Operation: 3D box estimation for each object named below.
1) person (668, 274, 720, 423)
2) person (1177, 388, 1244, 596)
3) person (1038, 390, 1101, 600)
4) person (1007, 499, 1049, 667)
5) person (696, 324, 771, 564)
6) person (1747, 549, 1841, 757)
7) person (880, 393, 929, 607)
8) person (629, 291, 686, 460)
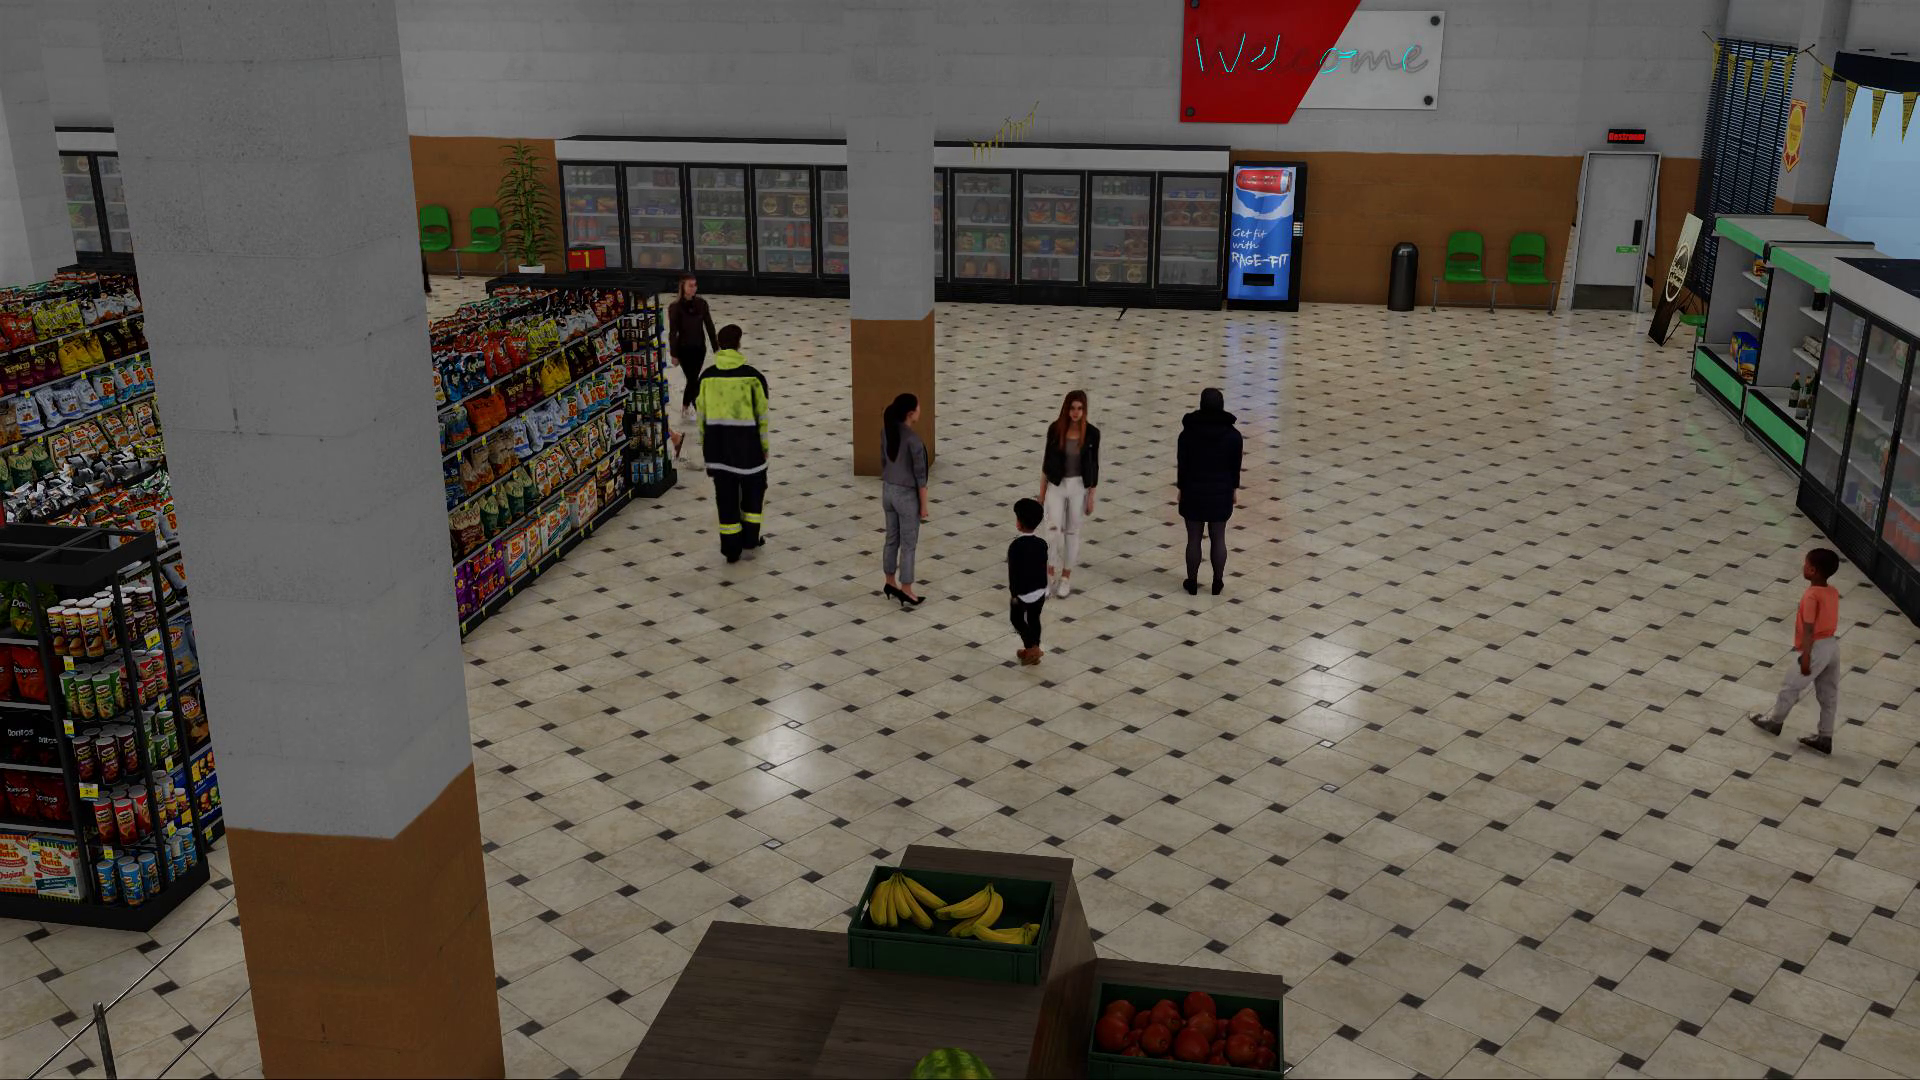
[{"bbox_3d":[-2.925,-2.018,17.893,1.101,1.654,1.121,-15,24,-37],"label":"person"},{"bbox_3d":[1.933,-0.383,13.010,0.703,1.675,0.686,1,19,2],"label":"person"},{"bbox_3d":[0.853,-0.382,12.993,0.636,1.684,0.602,4,19,11],"label":"person"},{"bbox_3d":[0.519,0.320,11.643,0.656,1.216,0.717,-12,22,-32],"label":"person"},{"bbox_3d":[-1.877,-0.767,13.695,0.802,1.965,0.743,2,19,5],"label":"person"},{"bbox_3d":[5.385,0.720,10.350,0.729,1.285,0.840,-9,21,-26],"label":"person"},{"bbox_3d":[-0.452,-0.308,12.787,0.755,1.675,0.720,-17,25,-41],"label":"person"},{"bbox_3d":[-3.063,-1.651,16.519,0.828,1.836,1.018,8,20,21],"label":"person"}]
